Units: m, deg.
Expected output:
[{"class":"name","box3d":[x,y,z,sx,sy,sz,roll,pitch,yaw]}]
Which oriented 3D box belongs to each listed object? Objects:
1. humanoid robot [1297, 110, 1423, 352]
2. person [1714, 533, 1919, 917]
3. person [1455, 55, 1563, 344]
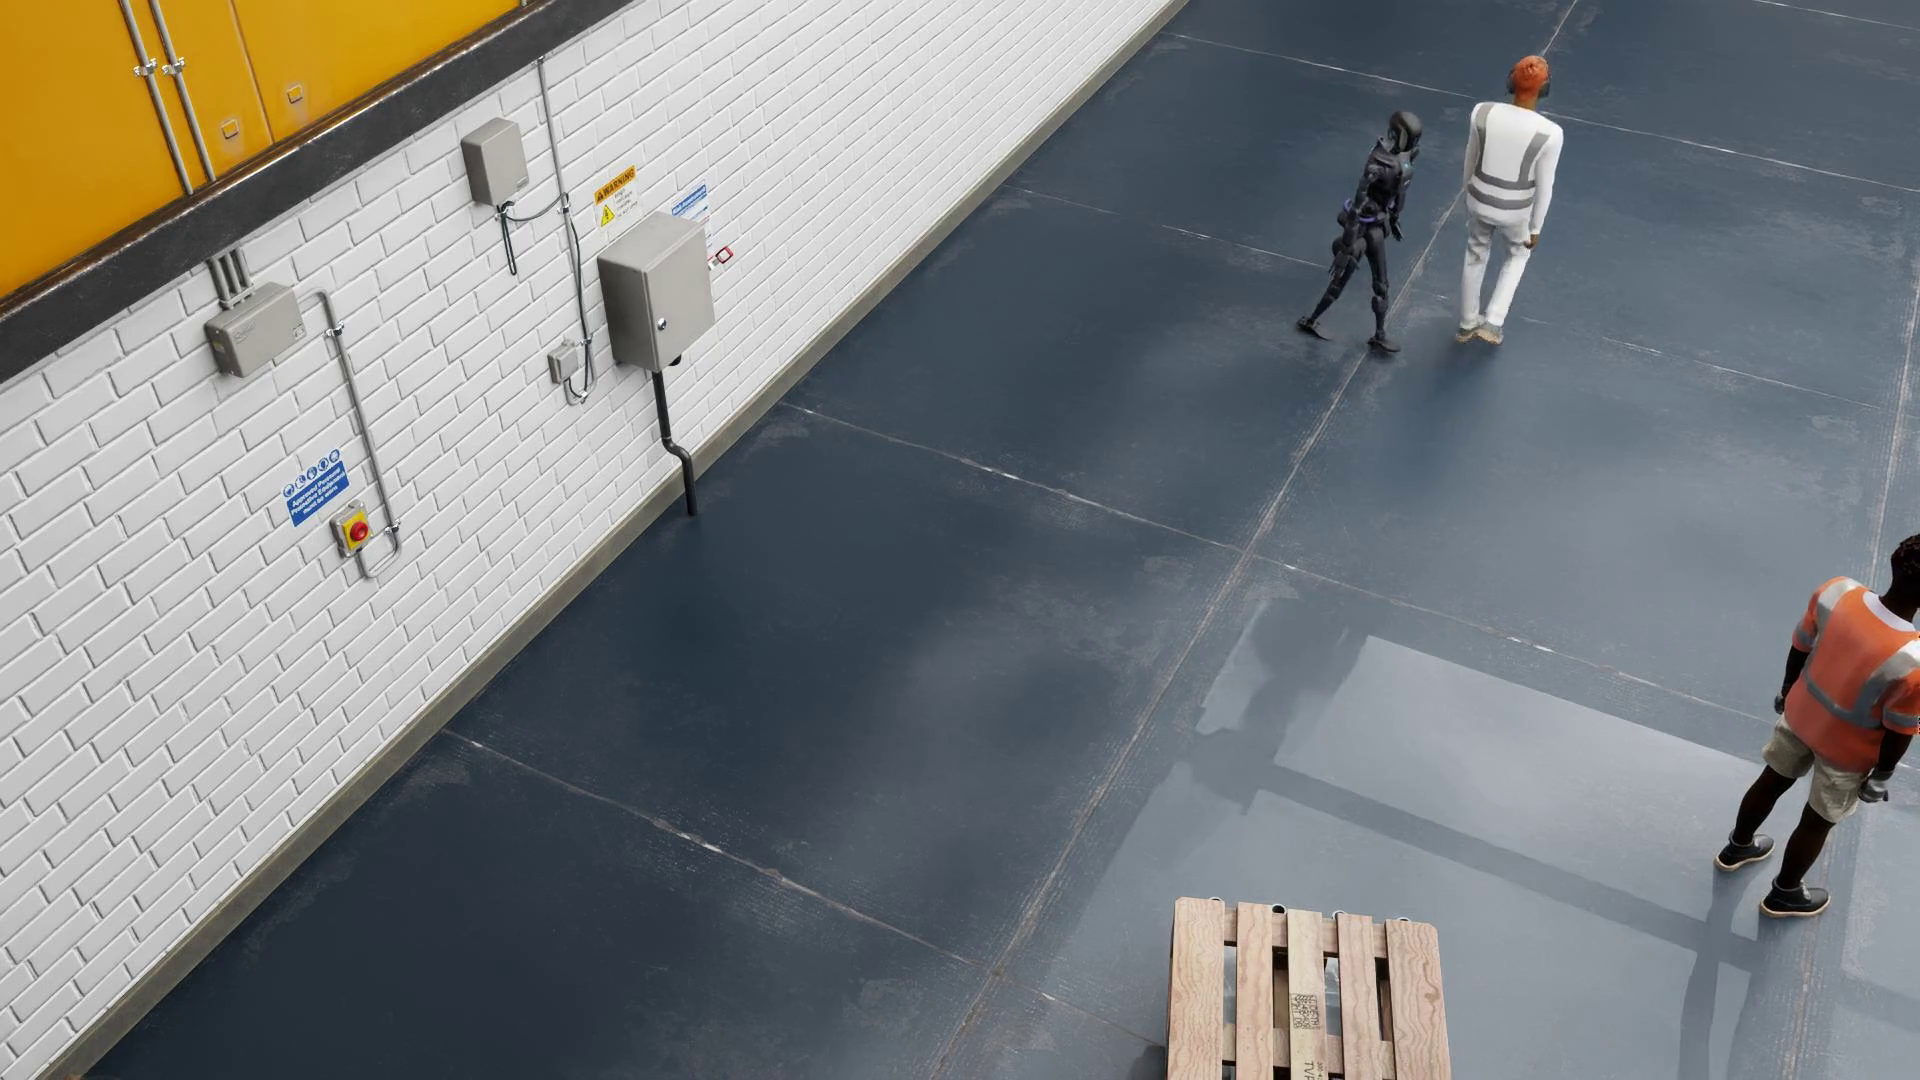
[{"class":"humanoid robot","box3d":[2.442,-1.854,9.929,0.694,1.625,0.609,33,50,32]},{"class":"person","box3d":[3.521,0.750,6.671,0.368,1.964,0.607,-13,42,-14]},{"class":"person","box3d":[3.232,-1.994,9.926,0.575,1.871,0.423,24,46,25]}]
